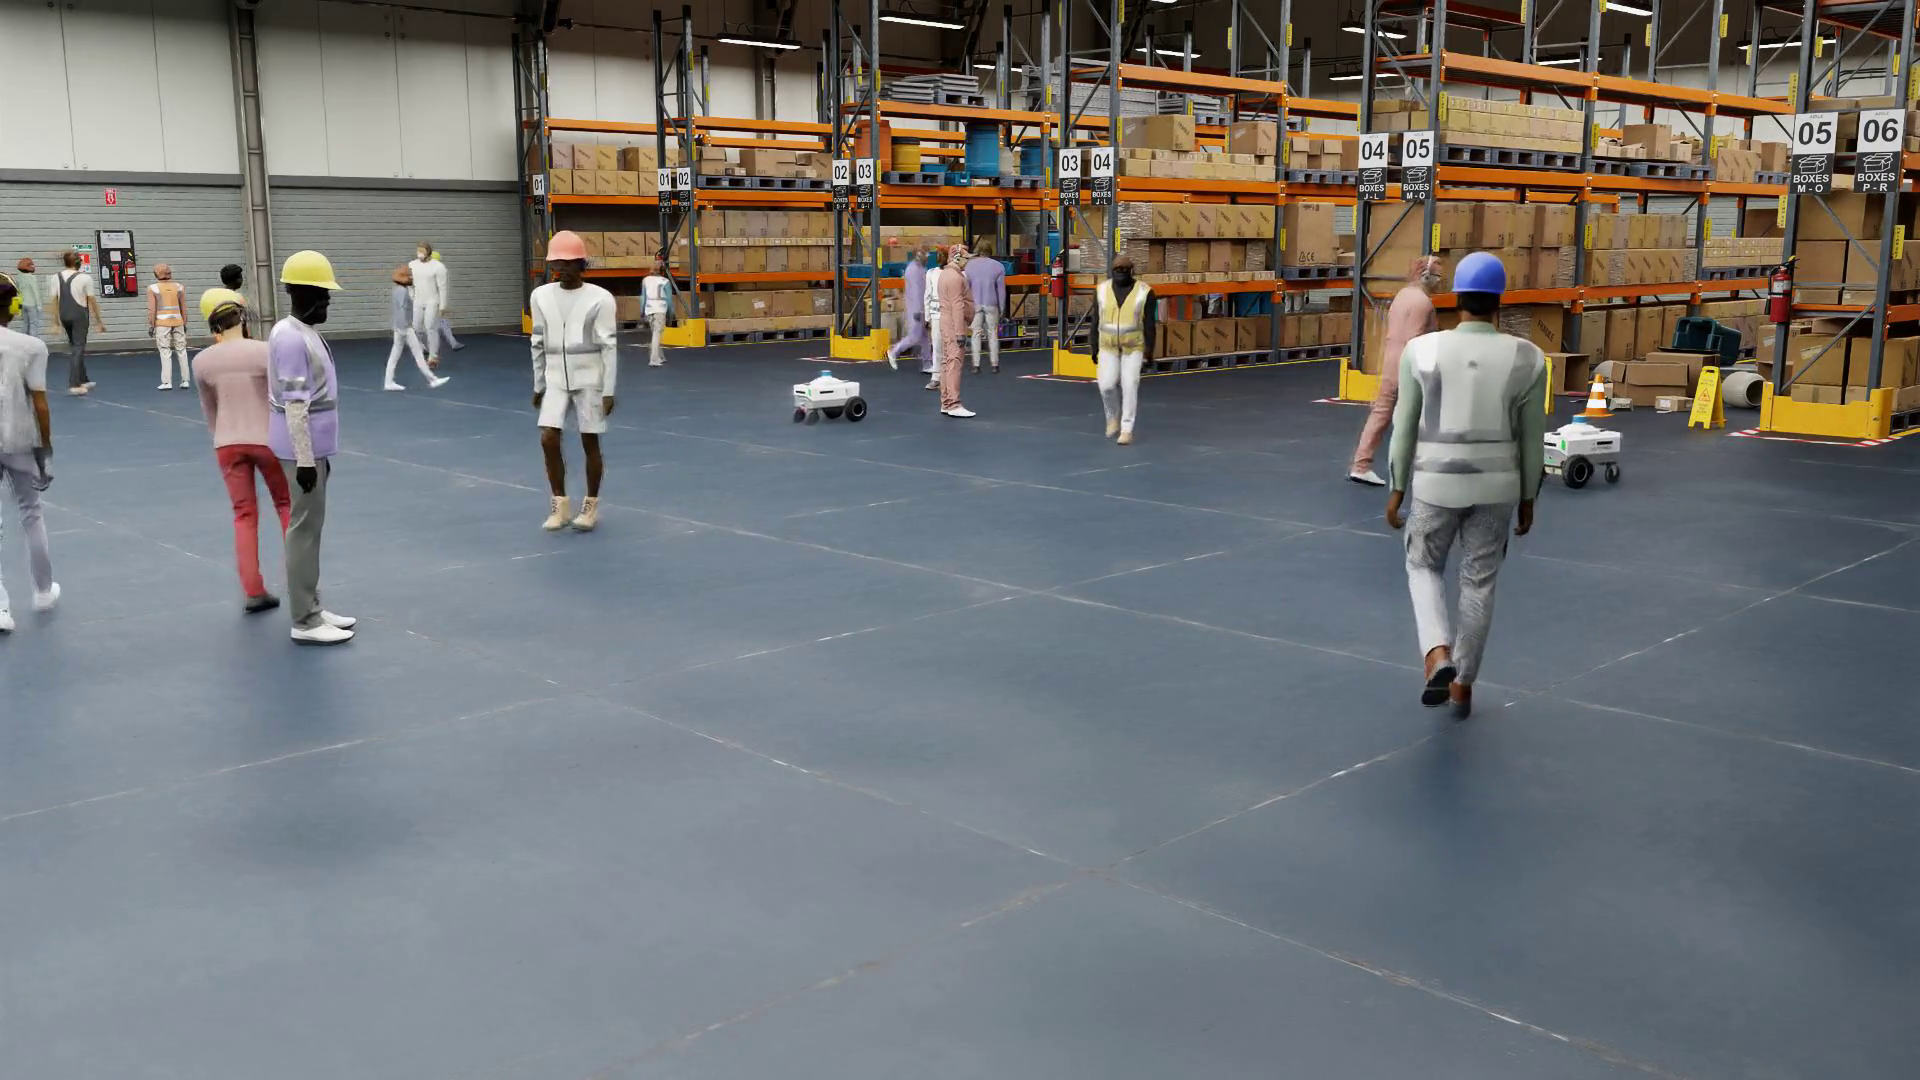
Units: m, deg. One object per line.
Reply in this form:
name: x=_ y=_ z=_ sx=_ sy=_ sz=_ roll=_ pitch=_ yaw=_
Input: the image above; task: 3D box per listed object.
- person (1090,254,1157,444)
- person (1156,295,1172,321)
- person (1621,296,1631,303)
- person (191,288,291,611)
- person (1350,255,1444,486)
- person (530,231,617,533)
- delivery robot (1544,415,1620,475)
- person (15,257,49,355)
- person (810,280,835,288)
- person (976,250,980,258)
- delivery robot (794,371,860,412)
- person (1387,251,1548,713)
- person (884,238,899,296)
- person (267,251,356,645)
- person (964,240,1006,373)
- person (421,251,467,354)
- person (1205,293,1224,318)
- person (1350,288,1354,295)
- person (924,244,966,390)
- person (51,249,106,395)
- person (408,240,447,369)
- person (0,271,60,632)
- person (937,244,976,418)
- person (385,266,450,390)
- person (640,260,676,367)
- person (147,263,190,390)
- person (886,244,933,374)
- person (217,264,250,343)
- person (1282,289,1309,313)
person: x=1.567 y=-1.840 z=16.047 sx=0.651 sy=1.821 sz=0.449 roll=3 pitch=11 yaw=15
person: x=3.549 y=-4.281 z=29.033 sx=0.842 sy=1.957 sz=0.625 roll=-7 pitch=12 yaw=-33
person: x=14.349 y=-5.456 z=35.671 sx=0.602 sy=1.875 sz=0.993 roll=0 pitch=10 yaw=0
person: x=-3.824 y=-0.489 z=8.989 sx=0.603 sy=1.716 sz=0.493 roll=0 pitch=10 yaw=-3
person: x=3.576 y=-1.335 z=13.278 sx=0.953 sy=1.849 sz=0.660 roll=-1 pitch=10 yaw=-5
person: x=-2.619 y=-1.037 z=11.127 sx=0.647 sy=2.020 sz=0.720 roll=2 pitch=11 yaw=9
delivery robot: x=5.039 y=-0.774 z=13.564 sx=0.707 sy=0.478 sz=0.477 roll=-6 pitch=12 yaw=-28
person: x=-15.467 y=-3.872 z=27.655 sx=0.505 sy=1.632 sz=0.265 roll=5 pitch=12 yaw=26
person: x=-2.908 y=-5.578 z=36.018 sx=1.068 sy=1.990 sz=0.615 roll=-8 pitch=13 yaw=-37
person: x=0.487 y=-5.114 z=33.876 sx=0.403 sy=1.835 sz=0.588 roll=-6 pitch=12 yaw=-32
delivery robot: x=-1.445 y=-1.595 z=18.041 sx=0.707 sy=0.478 sz=0.477 roll=-8 pitch=13 yaw=-39
person: x=2.099 y=-0.218 z=6.897 sx=0.635 sy=1.935 sz=0.501 roll=2 pitch=11 yaw=11
person: x=-1.551 y=-5.983 z=38.334 sx=0.547 sy=1.938 sz=0.359 roll=10 pitch=14 yaw=42
person: x=-3.220 y=-0.462 z=8.263 sx=0.383 sy=1.923 sz=0.590 roll=-3 pitch=11 yaw=-15
person: x=0.359 y=-3.412 z=24.329 sx=0.630 sy=1.937 sz=0.405 roll=1 pitch=10 yaw=5
person: x=-8.867 y=-4.034 z=28.266 sx=0.555 sy=1.718 sz=0.884 roll=7 pitch=13 yaw=35
person: x=4.545 y=-4.299 z=29.193 sx=0.540 sy=1.930 sz=0.383 roll=-2 pitch=11 yaw=-10
person: x=8.081 y=-5.075 z=33.306 sx=0.609 sy=1.965 sz=0.368 roll=-4 pitch=11 yaw=-20
person: x=-0.196 y=-2.883 z=21.576 sx=0.583 sy=1.882 sz=0.337 roll=4 pitch=11 yaw=22
person: x=-11.199 y=-2.776 z=21.190 sx=0.510 sy=1.813 sz=0.838 roll=1 pitch=10 yaw=7
person: x=-8.032 y=-3.546 z=25.077 sx=0.651 sy=1.923 sz=0.459 roll=3 pitch=11 yaw=16
person: x=-4.950 y=-0.467 z=8.583 sx=0.536 sy=1.824 sz=0.969 roll=-4 pitch=11 yaw=-20
person: x=-0.034 y=-2.328 z=18.506 sx=0.407 sy=1.903 sz=0.639 roll=-2 pitch=11 yaw=-13
person: x=-7.112 y=-2.743 z=21.588 sx=0.825 sy=1.585 sz=0.523 roll=-5 pitch=12 yaw=-26
person: x=-4.589 y=-3.480 z=25.552 sx=0.549 sy=1.607 sz=0.733 roll=5 pitch=12 yaw=26
person: x=-10.313 y=-2.777 z=21.669 sx=0.310 sy=1.639 sz=0.514 roll=8 pitch=13 yaw=38
person: x=-0.669 y=-3.345 z=24.095 sx=0.746 sy=1.880 sz=0.644 roll=4 pitch=11 yaw=19
person: x=-7.875 y=-2.141 z=18.061 sx=0.540 sy=1.692 sz=0.317 roll=10 pitch=14 yaw=42
person: x=6.117 y=-4.505 z=30.303 sx=0.594 sy=1.924 sz=0.384 roll=10 pitch=14 yaw=44
